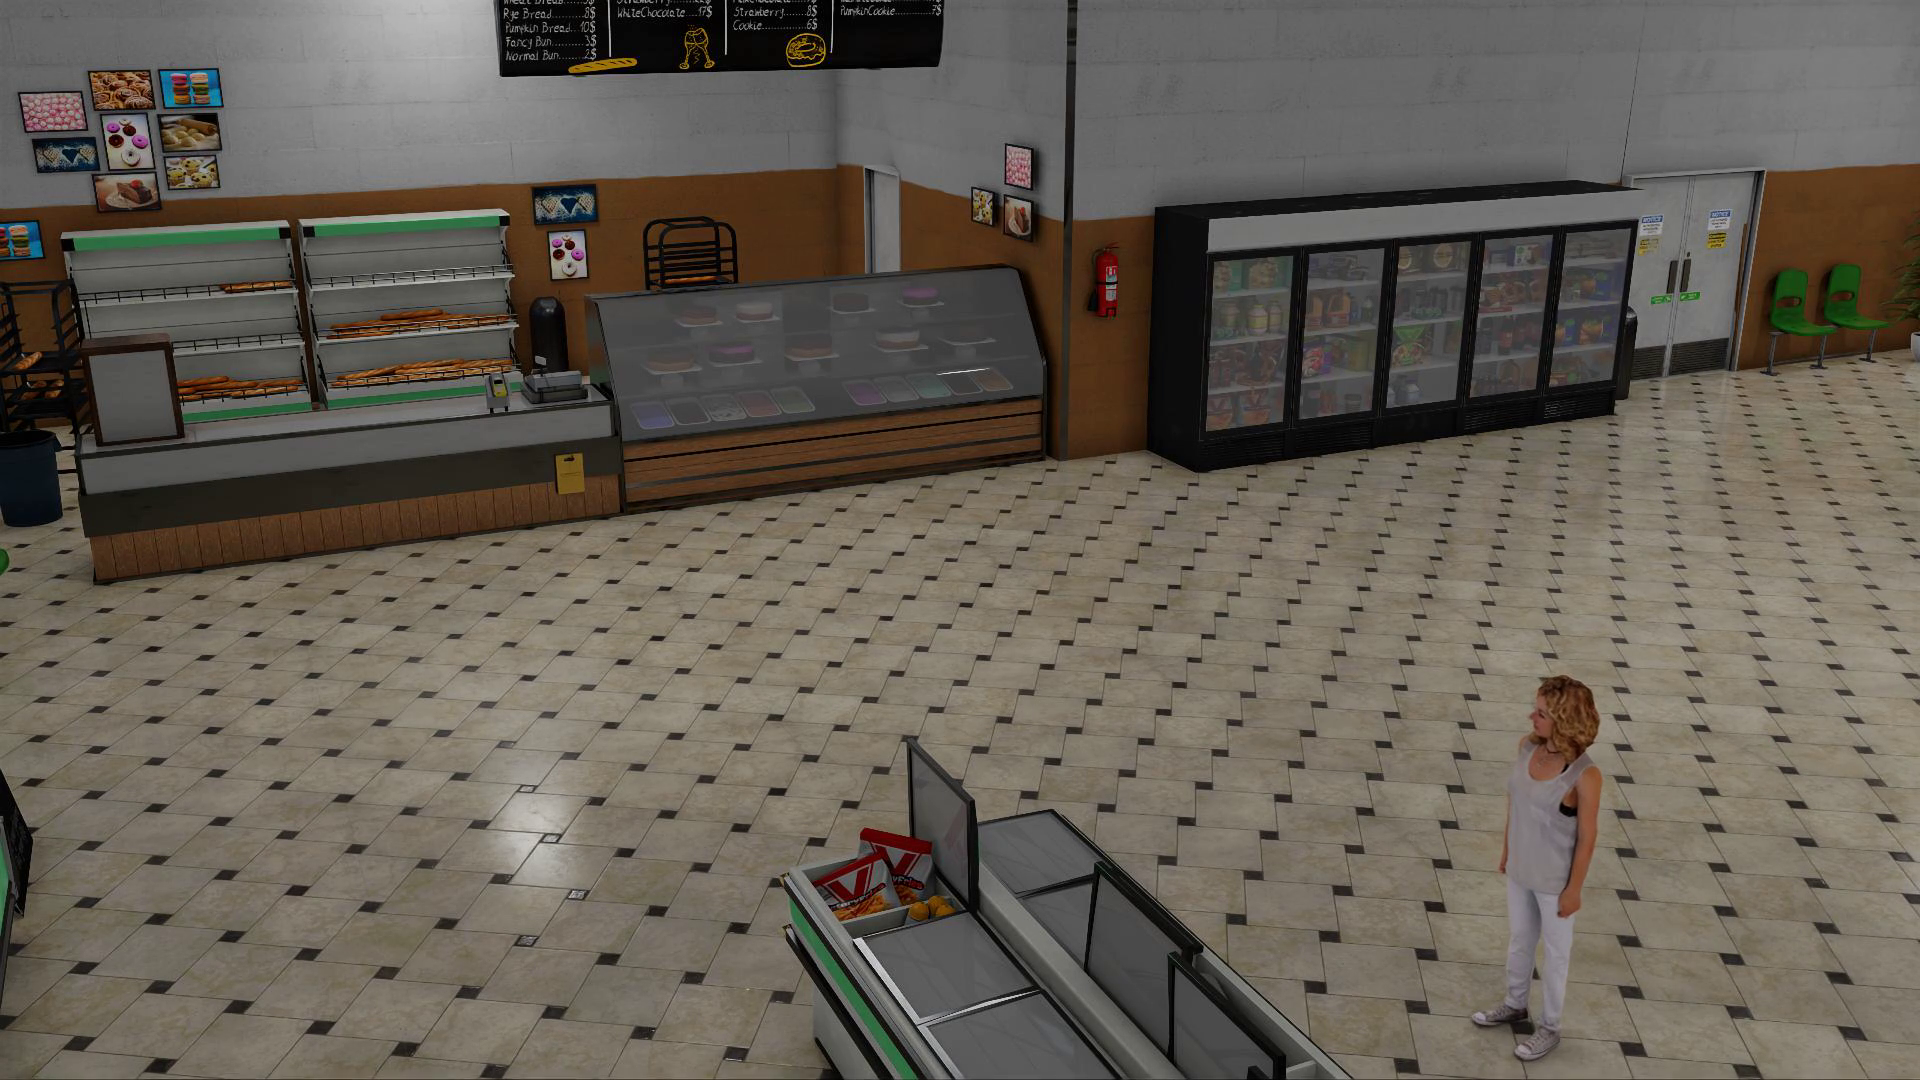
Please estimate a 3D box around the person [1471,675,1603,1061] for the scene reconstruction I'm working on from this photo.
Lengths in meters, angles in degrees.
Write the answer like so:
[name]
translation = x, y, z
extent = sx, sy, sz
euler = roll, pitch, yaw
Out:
[person]
translation = 2.416, 1.327, 6.823
extent = 0.640, 1.672, 0.478
euler = -8, 20, -22
